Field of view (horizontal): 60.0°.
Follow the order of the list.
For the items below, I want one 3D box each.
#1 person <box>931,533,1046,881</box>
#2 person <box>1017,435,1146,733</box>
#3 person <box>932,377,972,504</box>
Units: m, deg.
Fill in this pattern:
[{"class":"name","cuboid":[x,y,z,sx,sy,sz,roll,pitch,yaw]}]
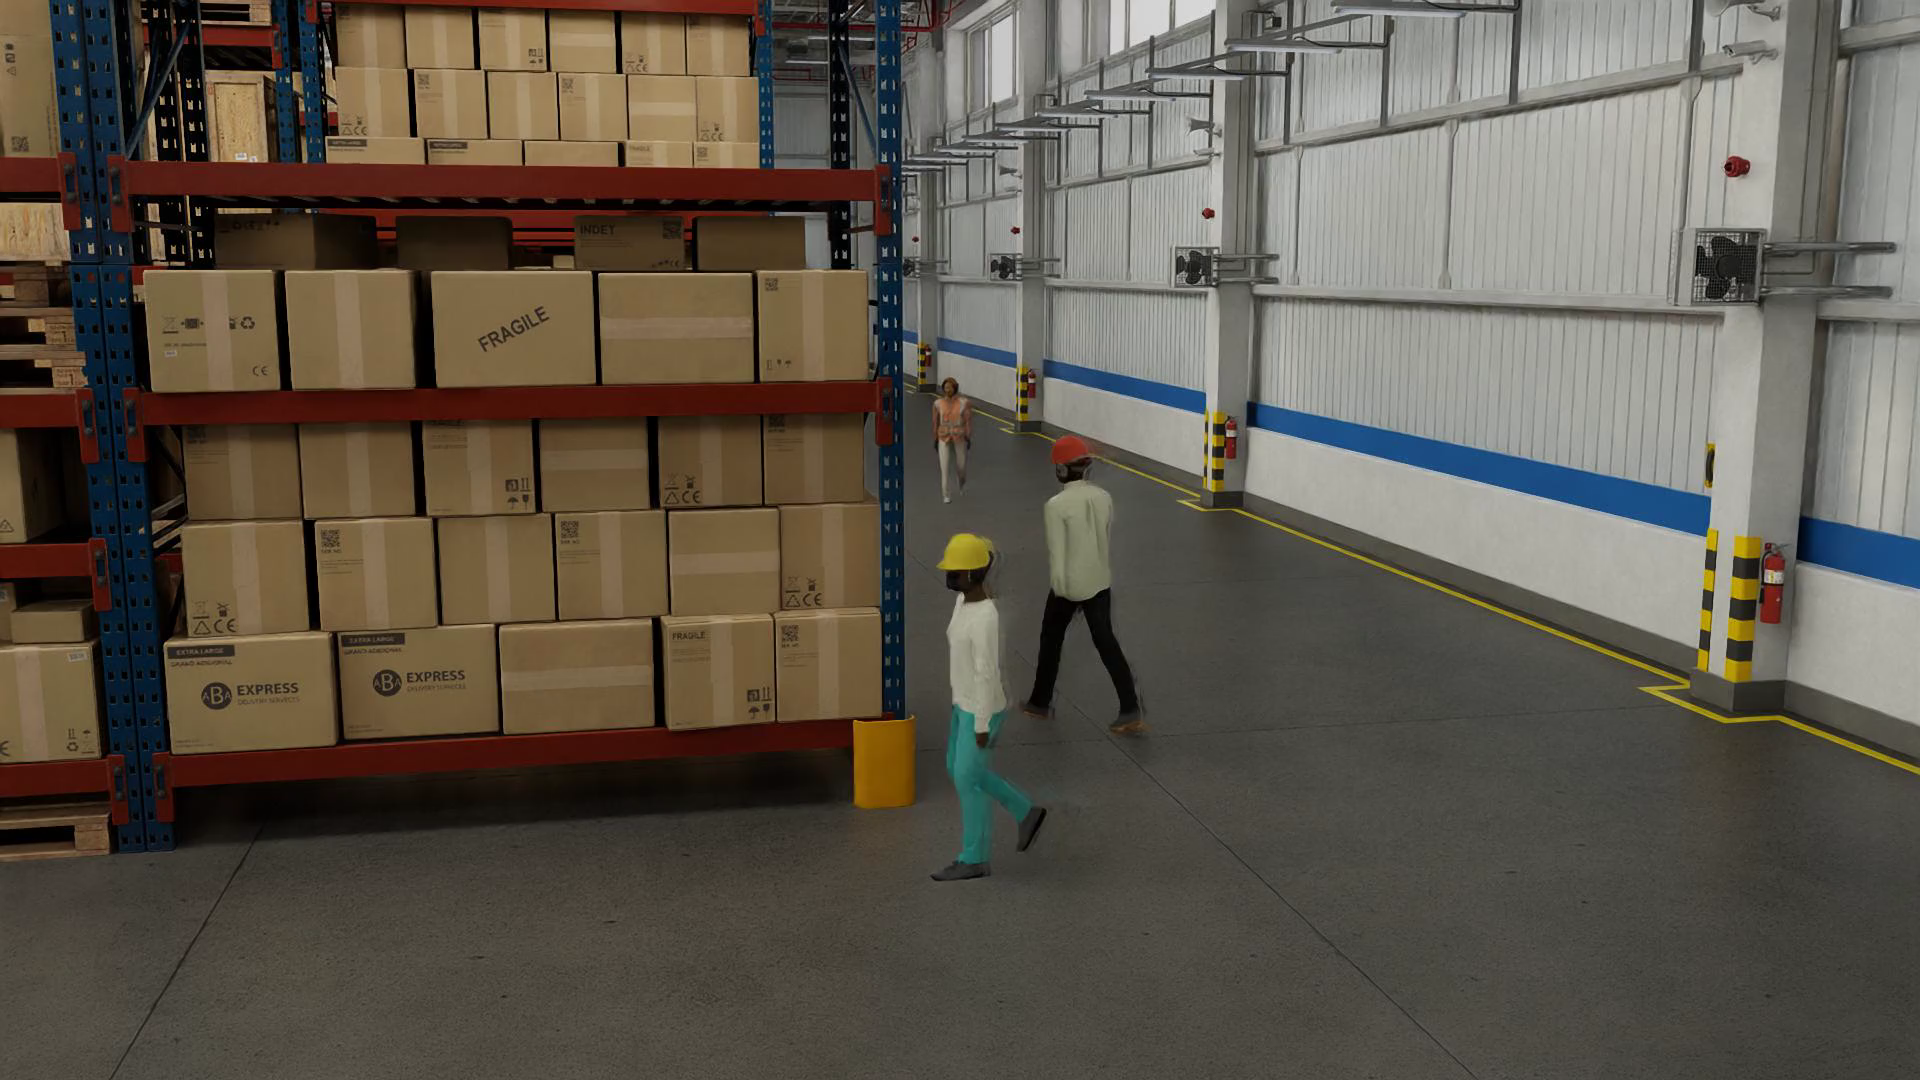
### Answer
[{"class":"person","cuboid":[0.139,0.819,8.240,0.533,1.747,0.539,-2,9,-10]},{"class":"person","cuboid":[0.814,0.292,10.897,0.617,1.950,1.025,-7,12,-36]},{"class":"person","cuboid":[-0.104,-1.300,21.516,0.530,1.623,0.549,1,9,4]}]
